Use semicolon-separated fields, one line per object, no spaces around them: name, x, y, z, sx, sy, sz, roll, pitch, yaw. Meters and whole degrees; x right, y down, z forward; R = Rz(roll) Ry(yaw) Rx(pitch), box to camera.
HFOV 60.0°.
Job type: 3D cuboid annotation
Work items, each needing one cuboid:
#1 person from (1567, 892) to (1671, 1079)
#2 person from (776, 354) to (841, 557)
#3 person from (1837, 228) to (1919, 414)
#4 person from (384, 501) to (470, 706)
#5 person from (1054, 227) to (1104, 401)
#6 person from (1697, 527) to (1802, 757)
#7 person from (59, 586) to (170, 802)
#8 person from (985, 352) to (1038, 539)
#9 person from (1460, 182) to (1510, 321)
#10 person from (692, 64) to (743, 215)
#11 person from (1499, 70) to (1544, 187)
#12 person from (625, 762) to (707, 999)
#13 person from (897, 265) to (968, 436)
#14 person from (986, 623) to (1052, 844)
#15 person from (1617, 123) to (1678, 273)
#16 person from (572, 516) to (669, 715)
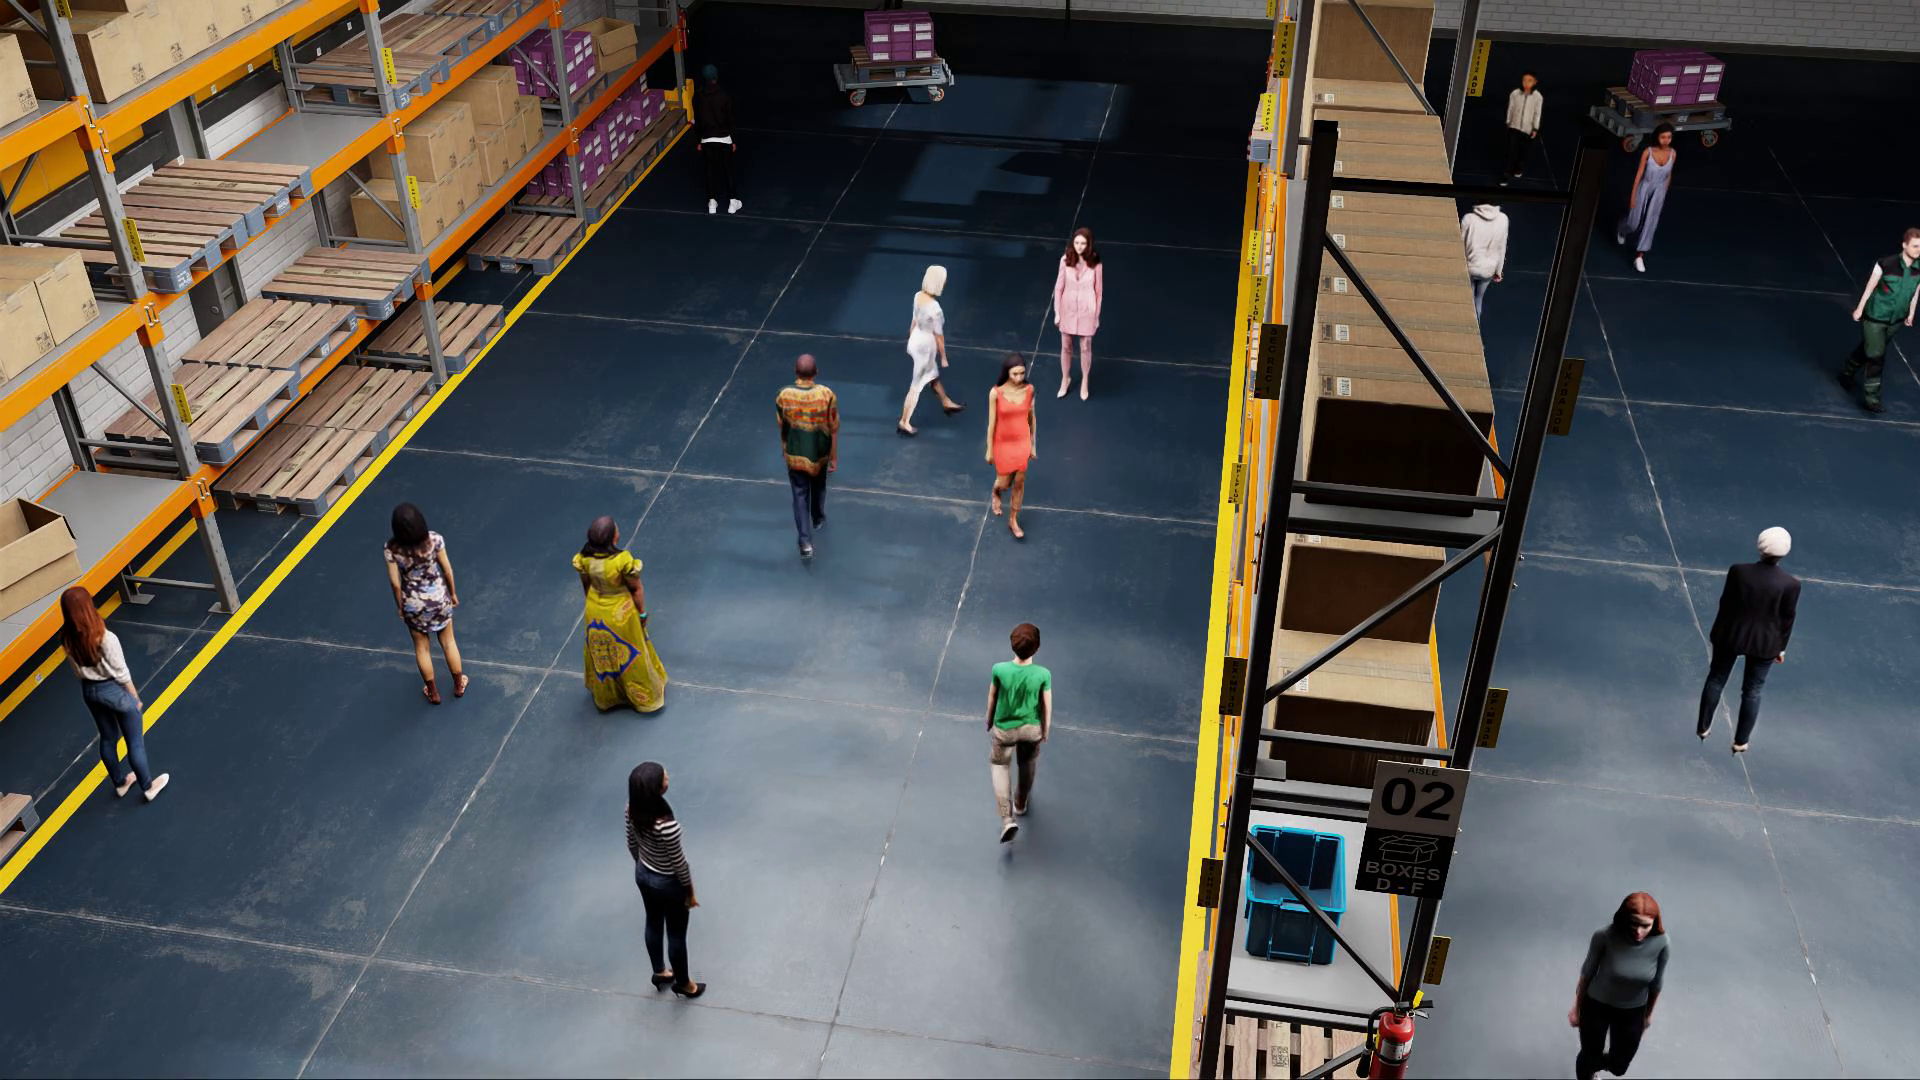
person;3.580;2.525;9.145;0.609;1.732;0.643;8;34;11
person;-1.290;-0.689;13.937;0.878;1.778;1.216;-3;34;-5
person;8.966;-2.204;16.201;0.881;1.795;1.203;-4;34;-6
person;-3.935;0.461;12.248;0.673;1.733;0.696;-13;36;-19
person;1.160;-2.212;16.208;0.625;1.802;0.532;8;34;12
person;5.272;0.674;11.048;0.804;1.781;0.722;20;38;27
person;-5.819;1.056;11.357;0.567;1.728;0.505;7;34;11
person;0.404;-0.855;14.251;0.787;1.707;0.883;-11;35;-16
person;5.284;-2.708;16.921;0.825;1.839;0.895;-3;34;-5
person;-2.963;-4.863;20.184;0.688;1.815;0.612;2;34;3
person;7.163;-5.260;21.132;0.710;1.427;1.008;13;36;18
person;-1.762;2.028;9.834;0.655;1.796;0.643;24;40;31
person;-0.407;-1.723;15.558;1.030;1.707;1.046;-18;37;-24
person;0.377;1.295;11.080;0.682;1.638;0.986;1;34;1
person;7.814;-3.947;18.932;0.644;1.675;1.009;2;34;3
person;-2.523;0.542;12.193;0.883;1.659;0.809;10;35;14
